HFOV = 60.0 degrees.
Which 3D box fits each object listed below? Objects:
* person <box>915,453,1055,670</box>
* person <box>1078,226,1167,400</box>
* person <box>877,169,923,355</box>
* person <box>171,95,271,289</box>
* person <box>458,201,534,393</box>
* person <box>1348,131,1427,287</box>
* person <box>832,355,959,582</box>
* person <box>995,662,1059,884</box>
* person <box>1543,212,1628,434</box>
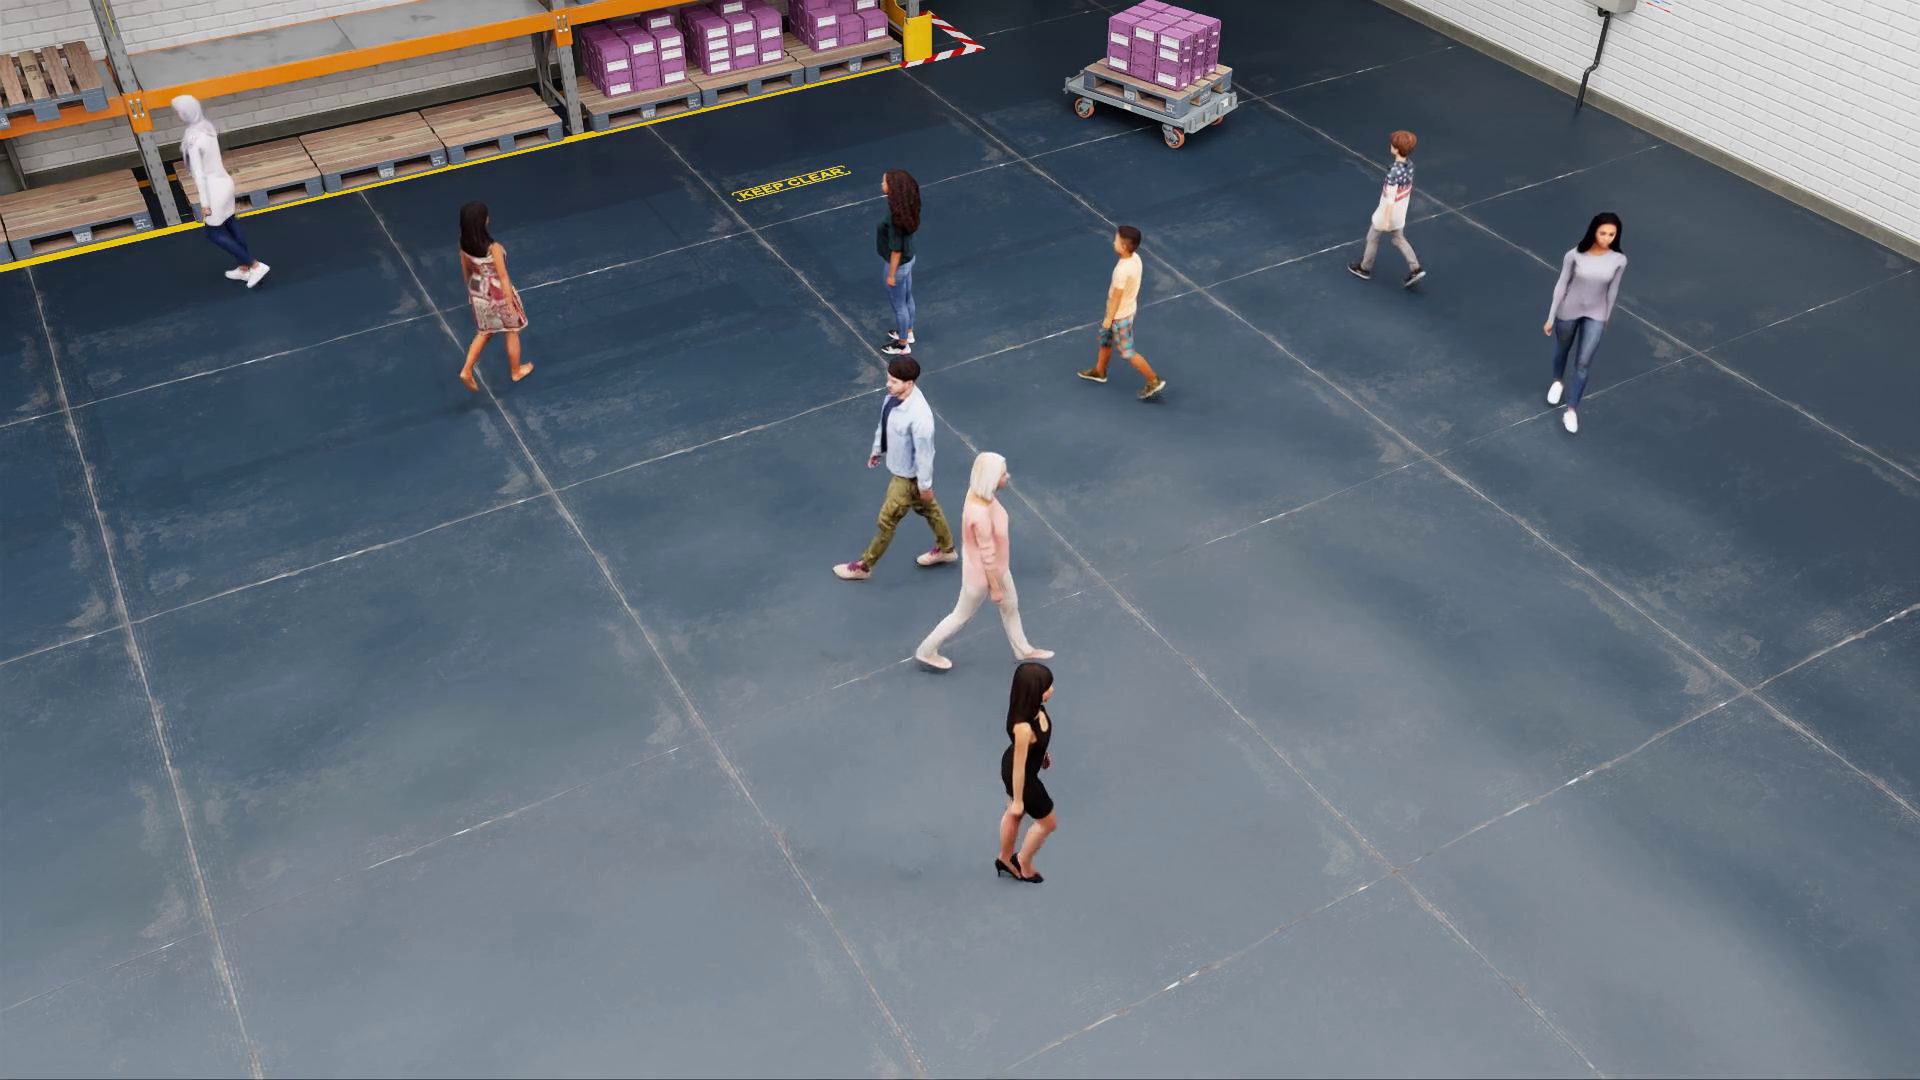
[{"bbox_3d":[0.056,0.183,10.433,1.225,1.680,1.005,0,39,1],"label":"person"},{"bbox_3d":[1.335,-1.768,13.069,0.985,1.440,0.941,10,40,13],"label":"person"},{"bbox_3d":[-0.493,-2.272,13.557,0.774,1.617,0.715,9,40,11],"label":"person"},{"bbox_3d":[-6.350,-2.987,14.327,0.914,1.773,0.854,5,39,7],"label":"person"},{"bbox_3d":[-3.728,-1.870,13.044,0.910,1.629,1.052,19,43,23],"label":"person"},{"bbox_3d":[3.815,-2.848,14.437,0.760,1.419,0.931,31,48,33],"label":"person"},{"bbox_3d":[-0.248,-0.480,11.193,1.230,1.767,0.919,-7,39,-9],"label":"person"},{"bbox_3d":[0.267,1.291,9.080,0.733,1.638,0.696,3,39,3],"label":"person"},{"bbox_3d":[4.797,-1.783,12.873,0.983,1.708,1.063,12,40,15],"label":"person"}]
